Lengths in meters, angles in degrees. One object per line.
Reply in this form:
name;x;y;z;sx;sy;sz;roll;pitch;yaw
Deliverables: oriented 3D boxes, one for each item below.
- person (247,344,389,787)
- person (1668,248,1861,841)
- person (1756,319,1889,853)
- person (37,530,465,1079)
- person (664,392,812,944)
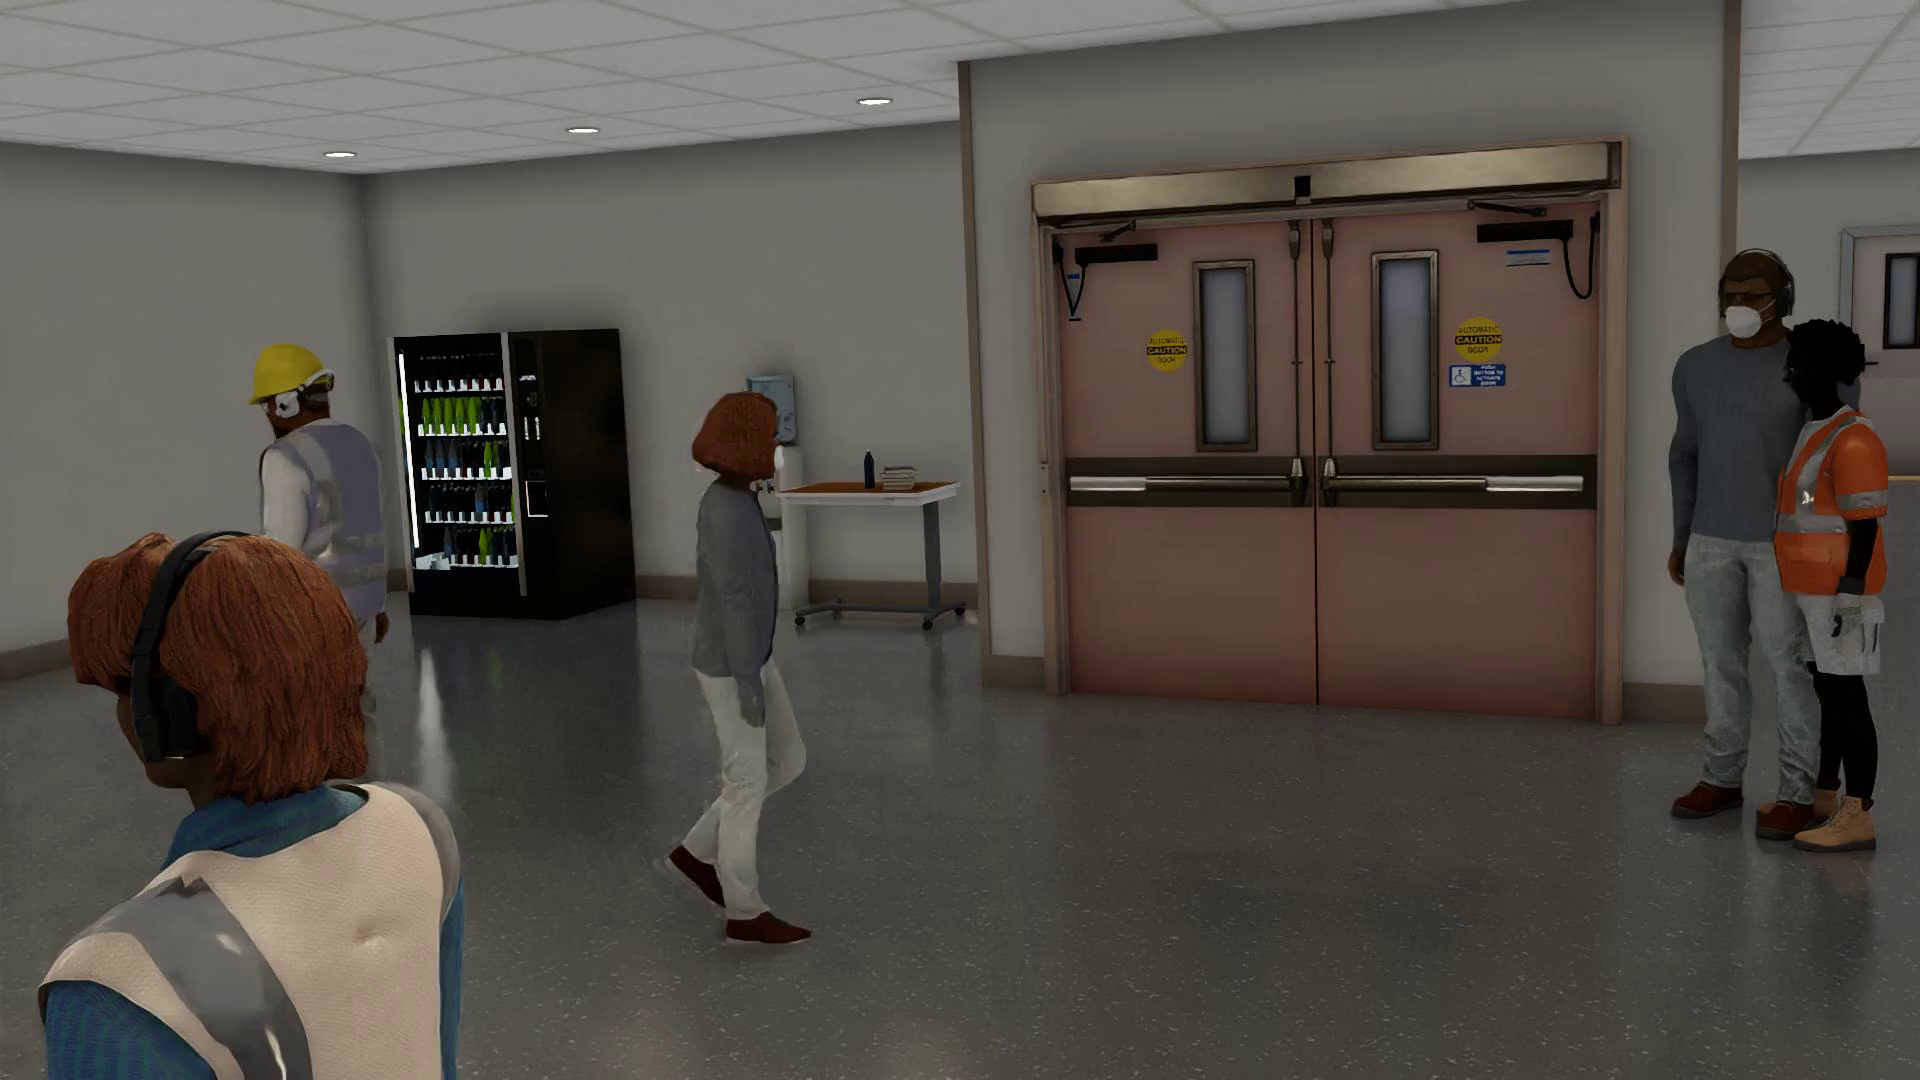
person;-2.192;0.229;5.782;0.451;1.811;0.626;-1;8;11
person;2.642;0.009;5.519;0.364;1.932;0.631;-7;9;-31
person;2.770;0.143;5.331;0.318;1.695;0.539;-1;7;7
person;-0.590;0.803;1.515;0.307;1.639;0.525;-1;8;11
person;-0.646;0.384;4.847;0.391;1.625;0.512;-2;7;2
